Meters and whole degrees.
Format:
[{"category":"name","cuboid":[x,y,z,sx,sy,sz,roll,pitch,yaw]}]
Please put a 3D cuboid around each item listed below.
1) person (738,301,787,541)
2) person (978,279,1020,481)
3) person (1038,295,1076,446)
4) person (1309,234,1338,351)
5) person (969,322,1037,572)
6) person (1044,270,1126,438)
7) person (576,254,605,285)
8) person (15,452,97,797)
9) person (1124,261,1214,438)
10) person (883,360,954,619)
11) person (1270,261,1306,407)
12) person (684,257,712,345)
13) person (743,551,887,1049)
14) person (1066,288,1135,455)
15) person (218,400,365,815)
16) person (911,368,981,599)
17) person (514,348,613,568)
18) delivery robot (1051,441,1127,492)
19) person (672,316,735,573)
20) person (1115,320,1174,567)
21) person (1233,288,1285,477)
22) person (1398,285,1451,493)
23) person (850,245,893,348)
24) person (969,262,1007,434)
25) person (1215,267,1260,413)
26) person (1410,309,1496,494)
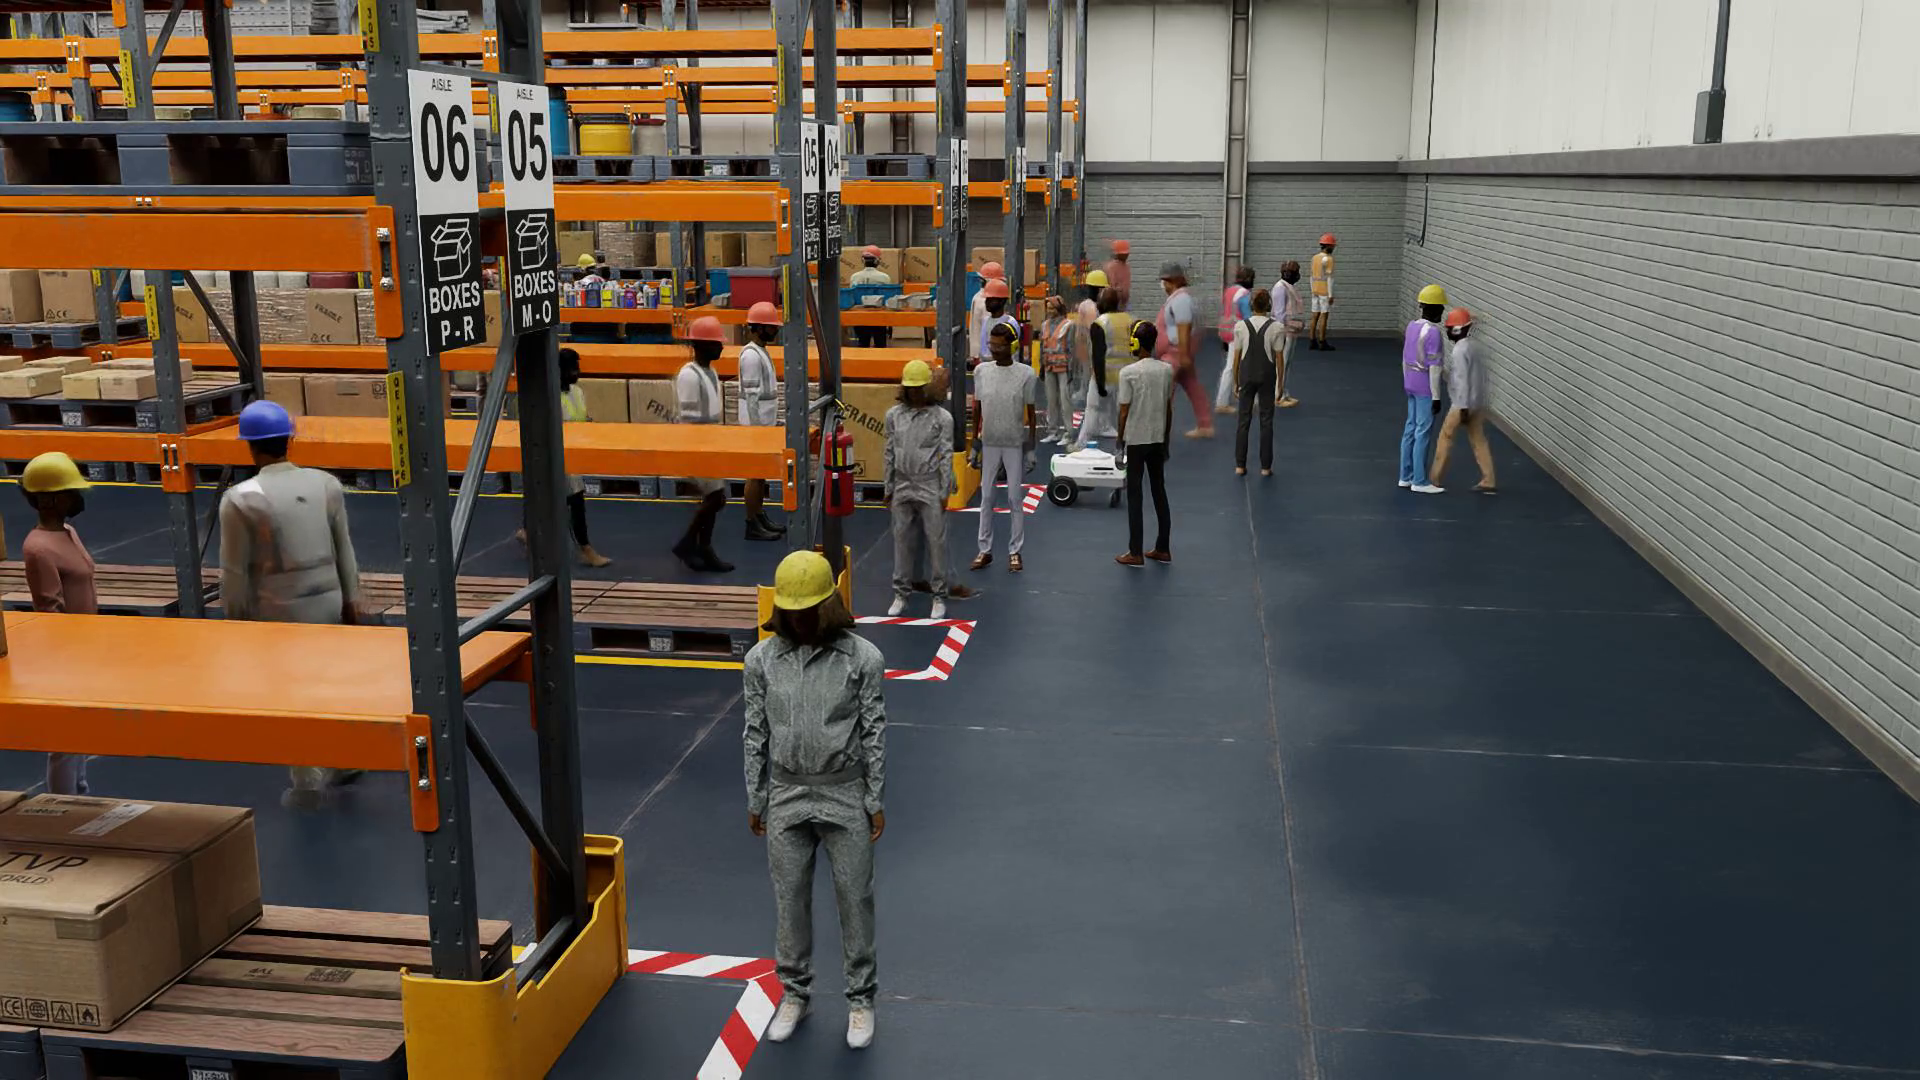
[{"category":"person","cuboid":[-1.594,-0.958,13.464,0.378,1.931,0.546,1,13,4]},{"category":"person","cuboid":[0.336,-1.541,16.071,0.373,1.935,0.550,-9,15,-36]},{"category":"person","cuboid":[1.064,-1.850,18.154,0.322,1.630,0.528,-11,17,-41]},{"category":"person","cuboid":[6.066,-4.126,27.738,0.375,1.934,0.548,-5,14,-22]},{"category":"person","cuboid":[0.316,-0.687,12.381,0.518,1.865,0.329,3,13,14]},{"category":"person","cuboid":[1.408,-2.057,18.511,0.858,1.895,0.595,0,12,2]},{"category":"person","cuboid":[-5.128,-3.040,23.072,0.404,1.829,0.600,4,13,19]},{"category":"person","cuboid":[-3.884,0.492,7.272,0.305,1.771,0.525,-4,13,-17]},{"category":"person","cuboid":[2.379,-2.141,18.538,1.072,2.000,0.693,2,13,9]},{"category":"person","cuboid":[-0.287,-0.333,11.070,0.484,1.736,0.322,4,13,19]},{"category":"person","cuboid":[4.167,-2.620,21.155,0.429,1.845,0.621,6,14,24]},{"category":"person","cuboid":[-4.252,-3.910,26.765,0.629,1.936,0.371,4,13,19]},{"category":"person","cuboid":[-0.492,0.877,5.621,0.489,1.731,0.320,1,13,5]},{"category":"person","cuboid":[1.521,-1.664,16.954,0.630,1.798,0.944,-10,16,-38]},{"category":"person","cuboid":[-3.102,0.316,7.707,0.471,1.928,0.622,7,14,29]},{"category":"person","cuboid":[-0.084,-0.390,11.591,0.650,1.609,0.515,3,13,11]},{"category":"person","cuboid":[-3.037,-0.629,12.563,0.794,1.667,0.539,3,13,14]},{"category":"delivery robot","cuboid":[1.181,-0.643,14.942,0.707,0.478,0.477,2,13,10]},{"category":"person","cuboid":[-1.851,-0.682,12.225,0.402,1.918,0.565,2,13,11]},{"category":"person","cuboid":[1.394,-0.723,12.568,0.510,1.859,0.332,-7,14,-29]},{"category":"person","cuboid":[2.908,-1.531,16.243,0.502,1.840,0.348,4,13,19]},{"category":"person","cuboid":[4.322,-1.401,15.455,0.368,1.926,0.594,-2,13,-11]},{"category":"person","cuboid":[-1.169,-2.933,22.219,0.611,1.995,0.377,5,13,20]},{"category":"person","cuboid":[0.306,-2.060,18.316,0.407,1.981,0.625,-3,13,-12]},{"category":"person","cuboid":[3.543,-2.461,20.545,0.817,1.805,0.663,-2,13,-7]},{"category":"person","cuboid":[4.633,-1.279,15.419,0.813,1.699,0.577,8,15,32]}]
